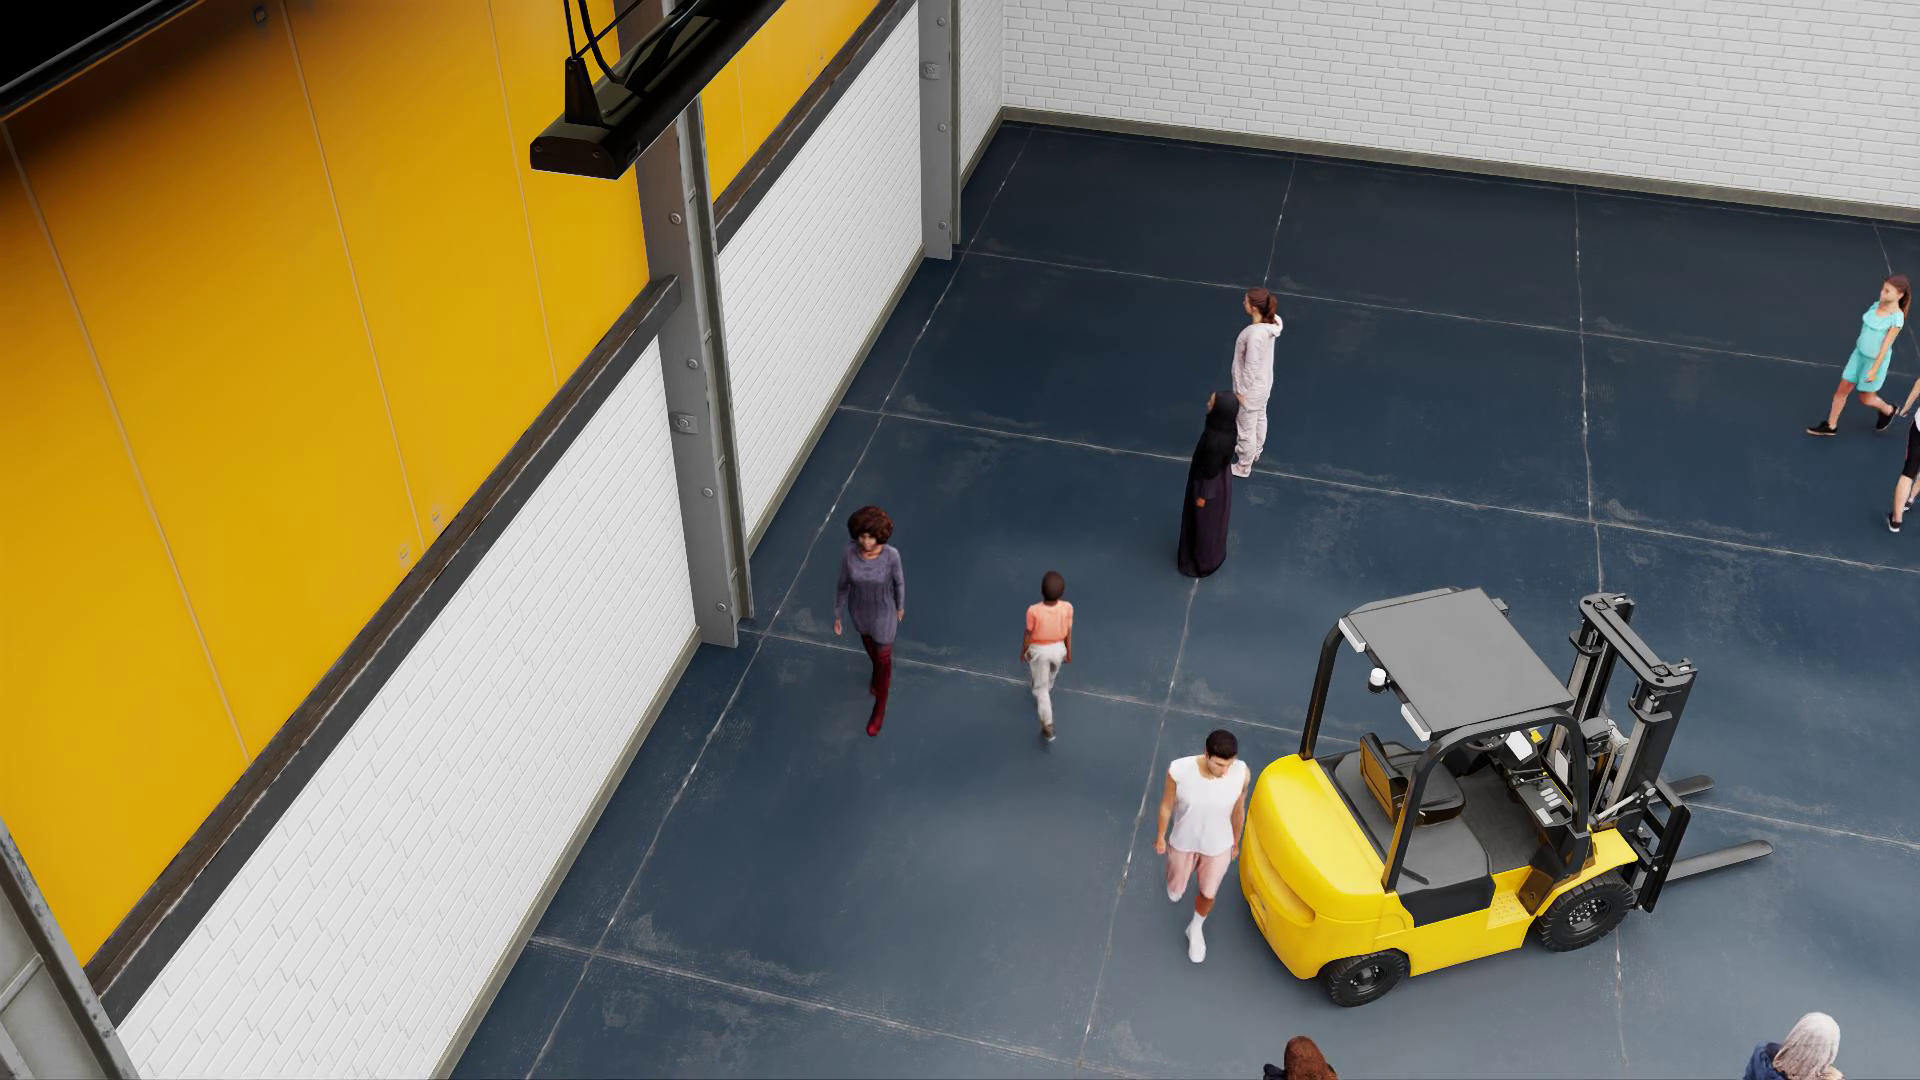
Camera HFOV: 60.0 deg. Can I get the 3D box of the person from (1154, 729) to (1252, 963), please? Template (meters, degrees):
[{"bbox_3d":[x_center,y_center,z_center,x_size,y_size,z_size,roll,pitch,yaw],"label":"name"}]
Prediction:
[{"bbox_3d":[1.414,1.667,9.721,0.751,1.762,0.942,3,39,3],"label":"person"}]

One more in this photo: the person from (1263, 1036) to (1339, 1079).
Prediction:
[{"bbox_3d":[1.651,3.015,8.252,0.705,1.489,0.786,-7,39,-8],"label":"person"}]

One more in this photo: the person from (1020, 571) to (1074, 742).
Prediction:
[{"bbox_3d":[0.596,0.778,11.206,0.739,1.298,0.945,-7,39,-9],"label":"person"}]

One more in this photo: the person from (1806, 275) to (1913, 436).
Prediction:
[{"bbox_3d":[7.661,-1.504,13.868,0.848,1.542,0.968,-4,39,-5],"label":"person"}]

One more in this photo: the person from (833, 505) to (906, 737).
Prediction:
[{"bbox_3d":[-0.579,0.426,11.335,0.580,1.688,0.895,11,40,13],"label":"person"}]

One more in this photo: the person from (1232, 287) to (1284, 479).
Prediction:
[{"bbox_3d":[2.392,-1.286,13.475,0.744,1.693,0.584,18,42,21],"label":"person"}]

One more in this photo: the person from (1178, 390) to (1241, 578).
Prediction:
[{"bbox_3d":[1.888,-0.443,12.484,0.675,1.612,0.549,14,41,16],"label":"person"}]

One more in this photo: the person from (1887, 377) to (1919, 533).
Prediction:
[{"bbox_3d":[7.511,-0.810,12.821,0.724,1.765,0.855,16,41,19],"label":"person"}]

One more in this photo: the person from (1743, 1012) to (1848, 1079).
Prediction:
[{"bbox_3d":[4.011,2.951,8.177,0.906,1.683,1.067,30,48,32],"label":"person"}]
